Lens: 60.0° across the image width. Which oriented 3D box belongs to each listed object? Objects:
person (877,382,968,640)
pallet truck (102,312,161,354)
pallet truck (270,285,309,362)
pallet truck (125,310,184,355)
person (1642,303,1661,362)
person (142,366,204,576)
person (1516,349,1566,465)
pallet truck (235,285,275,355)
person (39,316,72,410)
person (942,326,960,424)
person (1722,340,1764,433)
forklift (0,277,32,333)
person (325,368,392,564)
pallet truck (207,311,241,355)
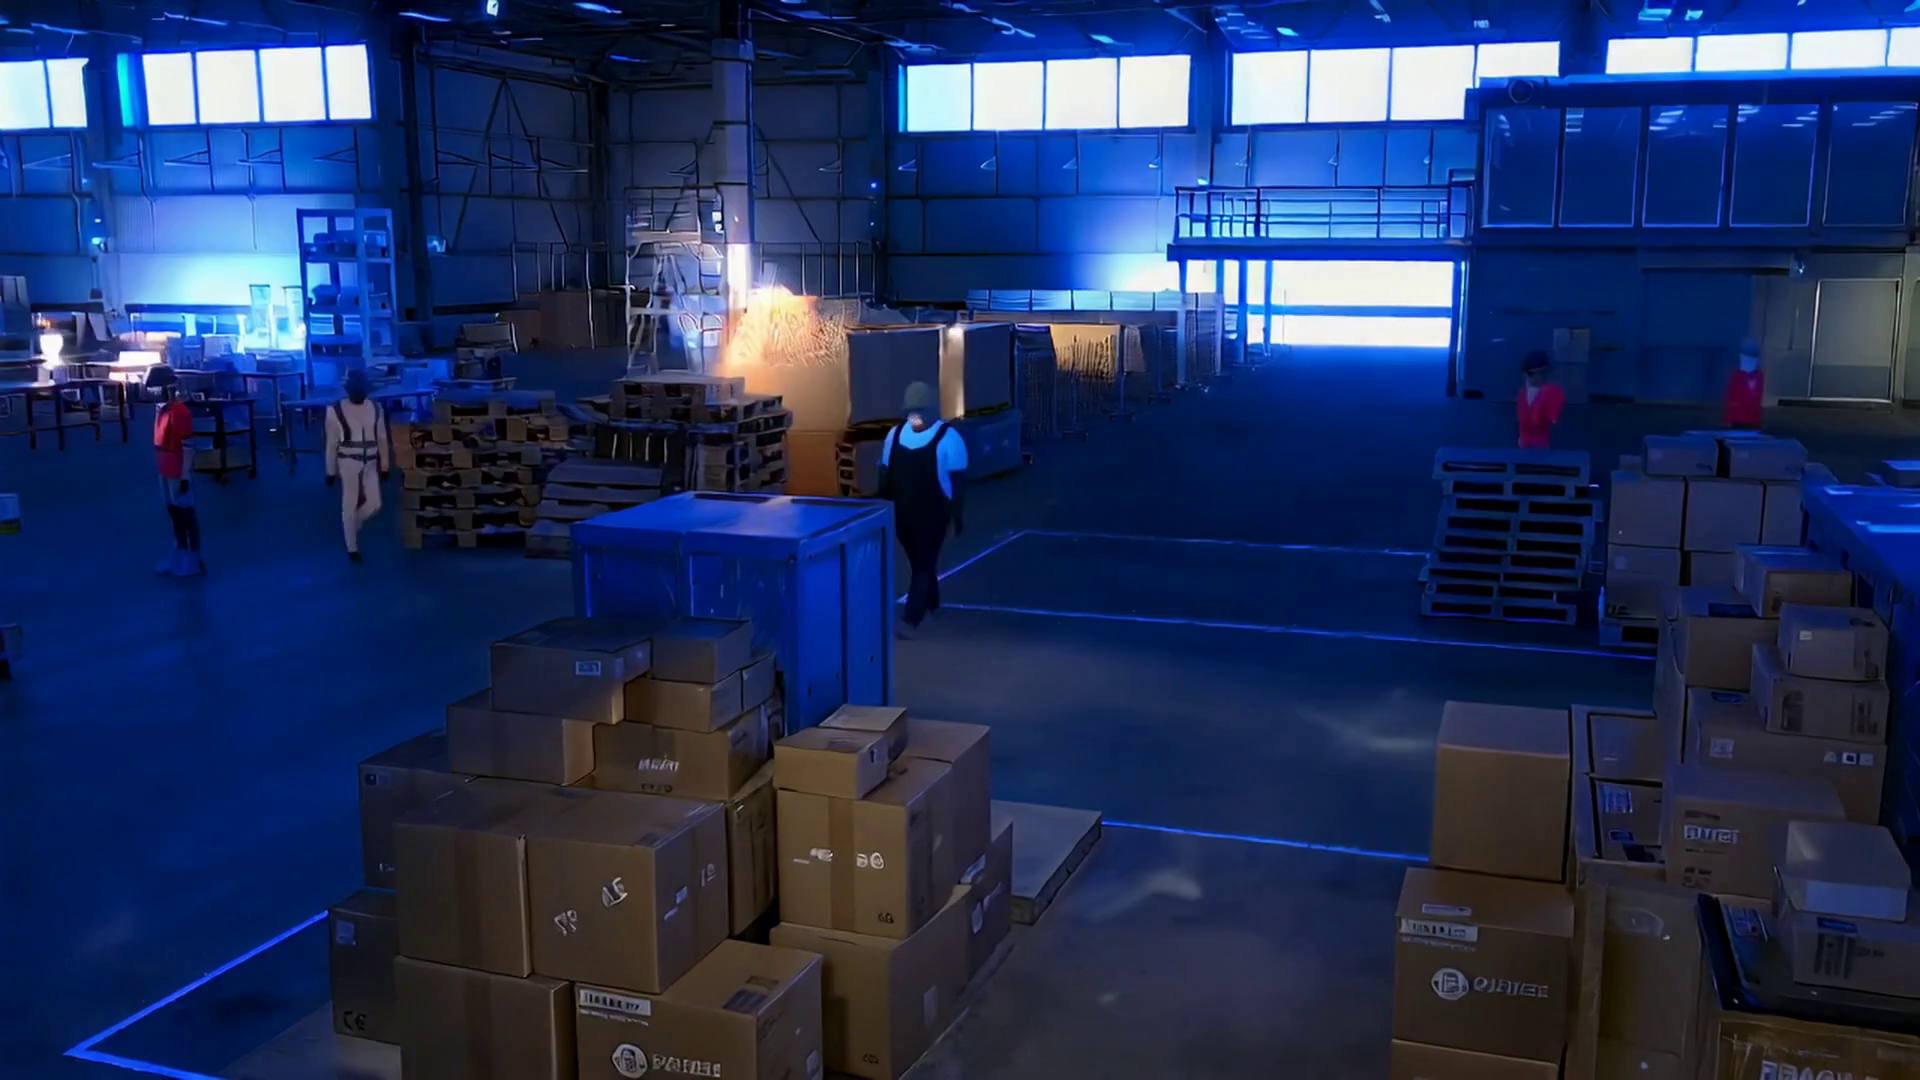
[{"bbox_3d":[-0.335,-0.274,12.982,0.691,2.000,1.059,6,12,29],"label":"person"},{"bbox_3d":[-23.057,-5.777,46.261,0.680,1.201,1.601,3,11,19],"label":"pallet truck"},{"bbox_3d":[-17.147,-5.700,43.663,0.823,1.965,1.885,3,11,17],"label":"pallet truck"},{"bbox_3d":[-22.038,-5.665,45.457,0.704,1.261,1.522,3,11,17],"label":"pallet truck"},{"bbox_3d":[17.472,-5.379,42.081,0.651,1.907,0.409,-4,11,-23],"label":"person"},{"bbox_3d":[-7.258,-0.635,15.310,0.552,1.935,0.373,9,14,42],"label":"person"},{"bbox_3d":[5.900,-0.941,16.866,0.992,2.008,0.622,-6,12,-29],"label":"person"},{"bbox_3d":[-18.327,-5.835,44.421,0.823,1.965,1.885,4,11,23],"label":"pallet truck"},{"bbox_3d":[-15.357,-2.889,28.252,0.538,1.849,0.675,3,10,16],"label":"person"},{"bbox_3d":[-0.086,-2.505,26.327,0.329,1.765,0.533,5,11,26],"label":"person"},{"bbox_3d":[9.373,-1.446,19.951,0.604,1.908,0.460,-4,11,-22],"label":"person"},{"bbox_3d":[-27.151,-6.329,46.328,1.157,1.987,2.680,3,11,17],"label":"forklift"},{"bbox_3d":[-5.841,-0.724,16.013,0.573,1.867,0.646,9,14,42],"label":"person"},{"bbox_3d":[-19.537,-5.575,44.913,0.653,1.274,1.630,3,11,19],"label":"pallet truck"}]
